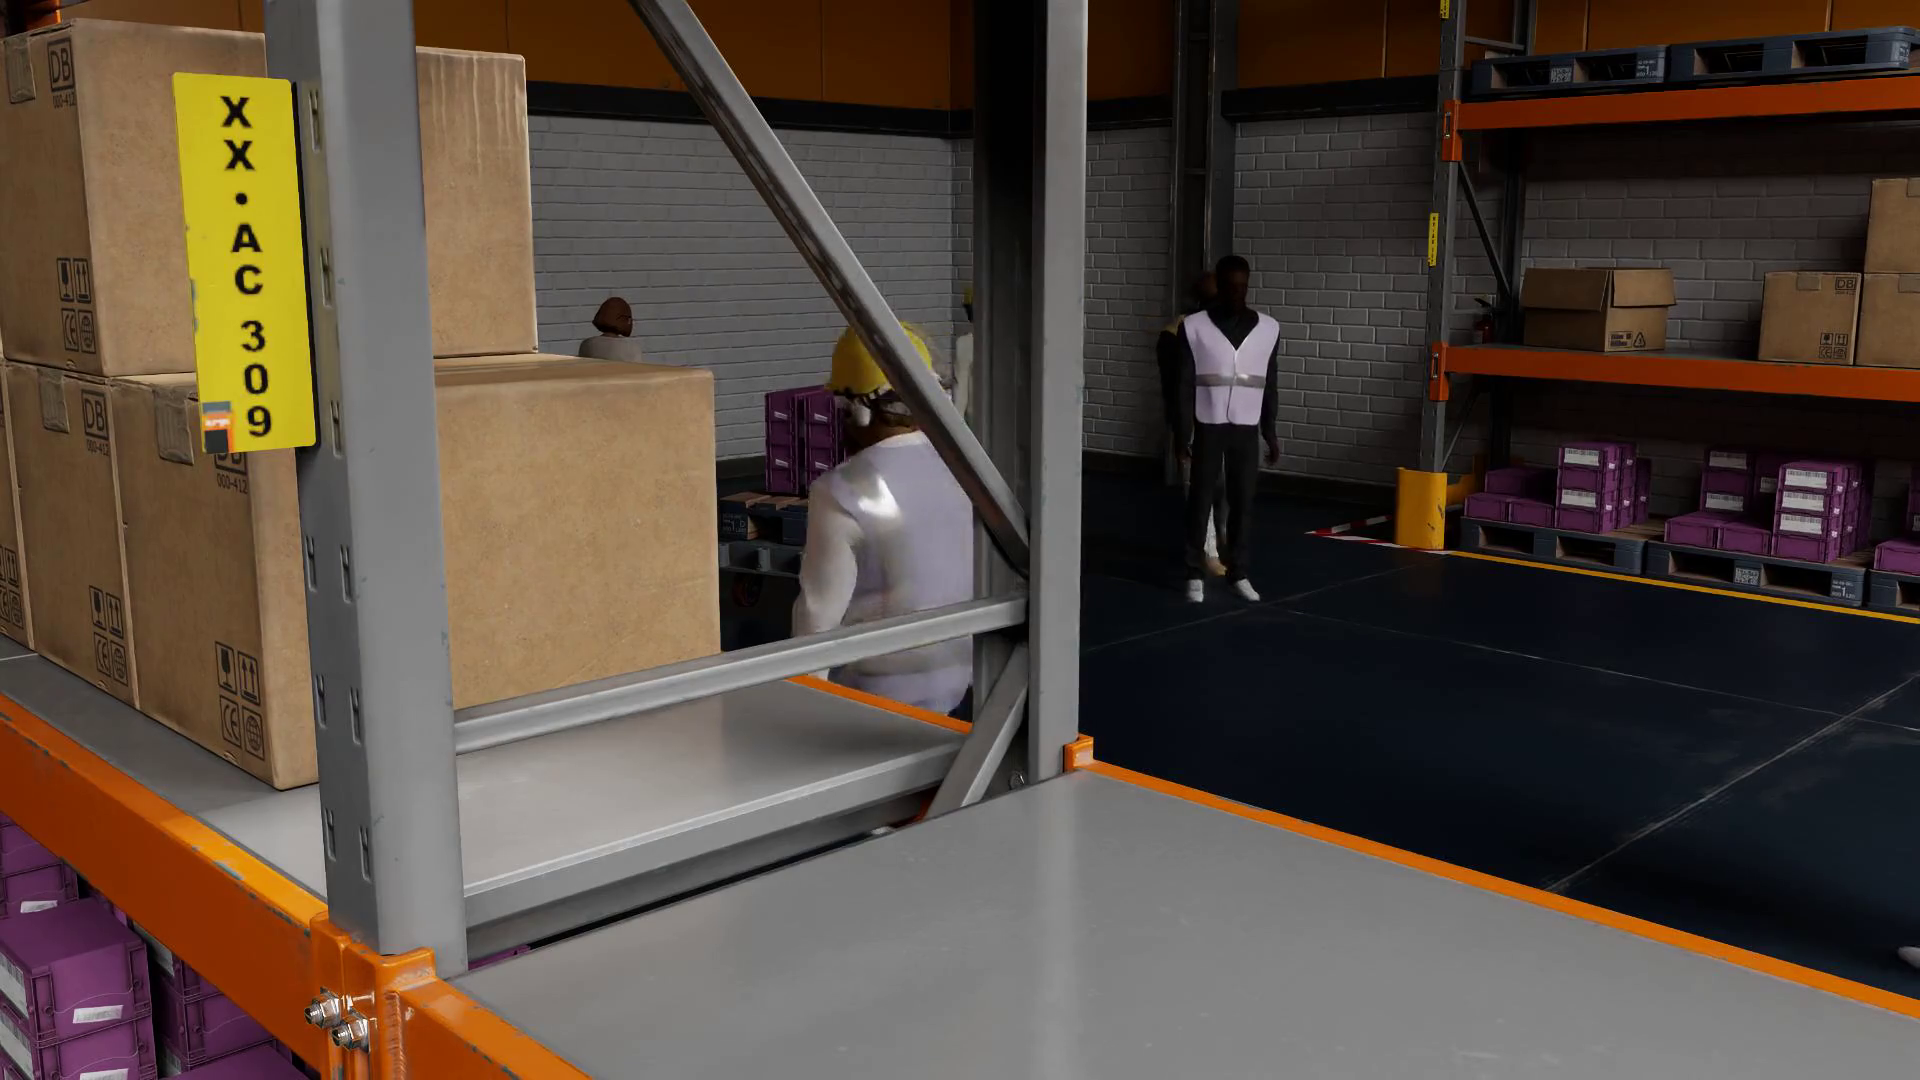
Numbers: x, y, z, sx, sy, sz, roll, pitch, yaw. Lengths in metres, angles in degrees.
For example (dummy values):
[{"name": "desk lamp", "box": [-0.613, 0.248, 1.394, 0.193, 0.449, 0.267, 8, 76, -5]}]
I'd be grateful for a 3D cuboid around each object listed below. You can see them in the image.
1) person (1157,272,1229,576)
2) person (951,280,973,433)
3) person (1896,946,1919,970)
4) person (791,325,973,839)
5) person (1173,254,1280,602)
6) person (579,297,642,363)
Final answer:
[{"name": "person", "box": [1.472, -0.676, 9.889, 0.658, 1.815, 0.440, -3, 11, -17]}, {"name": "person", "box": [0.152, -0.739, 10.339, 0.540, 1.749, 0.366, -8, 13, -37]}, {"name": "person", "box": [2.844, 0.272, 4.494, 0.649, 1.890, 0.399, -6, 12, -28]}, {"name": "person", "box": [-0.221, 0.348, 4.259, 0.613, 1.810, 0.623, 9, 14, 40]}, {"name": "person", "box": [1.468, -0.614, 9.230, 0.597, 1.916, 0.372, -1, 10, -8]}, {"name": "person", "box": [-2.264, -0.774, 10.903, 0.513, 1.622, 0.291, 5, 12, 26]}]
